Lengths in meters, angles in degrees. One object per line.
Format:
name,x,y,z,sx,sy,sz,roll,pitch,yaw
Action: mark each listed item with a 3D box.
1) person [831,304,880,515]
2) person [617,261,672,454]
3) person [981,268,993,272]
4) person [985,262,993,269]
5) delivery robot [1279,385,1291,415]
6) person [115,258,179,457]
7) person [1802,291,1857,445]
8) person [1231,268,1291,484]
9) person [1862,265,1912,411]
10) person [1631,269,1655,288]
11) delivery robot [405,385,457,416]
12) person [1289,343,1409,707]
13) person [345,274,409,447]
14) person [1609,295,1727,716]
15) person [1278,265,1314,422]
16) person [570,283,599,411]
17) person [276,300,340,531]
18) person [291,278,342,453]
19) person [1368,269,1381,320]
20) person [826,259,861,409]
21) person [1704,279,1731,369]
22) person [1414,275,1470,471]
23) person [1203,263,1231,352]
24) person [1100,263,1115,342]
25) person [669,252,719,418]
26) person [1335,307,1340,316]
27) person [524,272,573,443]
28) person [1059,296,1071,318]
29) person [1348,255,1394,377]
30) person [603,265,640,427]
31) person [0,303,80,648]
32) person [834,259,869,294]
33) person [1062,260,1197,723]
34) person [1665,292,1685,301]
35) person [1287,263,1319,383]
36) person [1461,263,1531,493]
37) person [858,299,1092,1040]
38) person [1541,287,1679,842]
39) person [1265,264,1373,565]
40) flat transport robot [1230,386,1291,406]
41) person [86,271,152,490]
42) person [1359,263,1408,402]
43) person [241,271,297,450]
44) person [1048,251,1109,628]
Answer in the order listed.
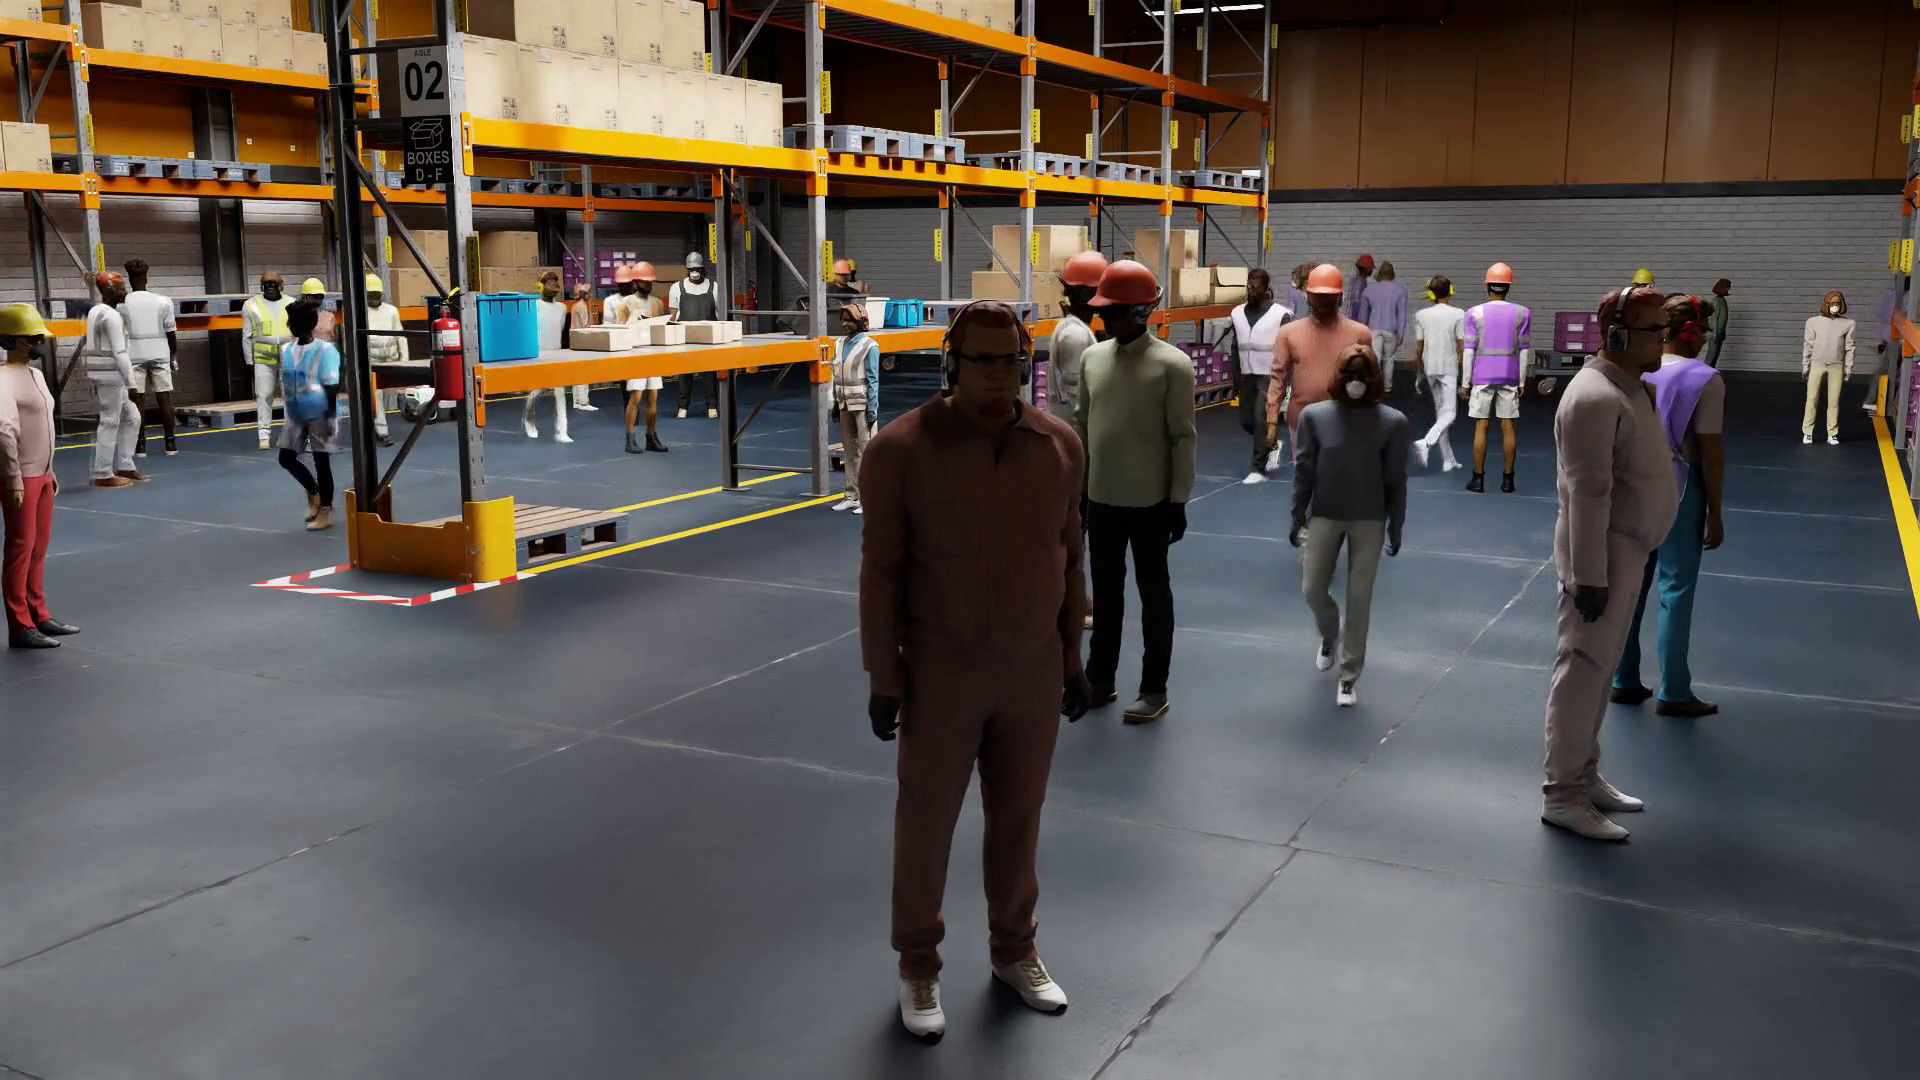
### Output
person,-0.803,-1.016,12.943,0.313,1.633,0.511,-8,13,-40
person,-3.194,-1.846,16.861,0.369,1.939,0.547,9,13,42
person,0.334,-2.351,20.055,0.349,1.845,0.503,0,10,-3
person,0.536,-3.391,25.989,0.665,1.881,0.804,0,10,0
delivery robot,3.761,-1.685,19.656,0.477,0.478,0.707,3,10,17
person,-8.104,-1.807,16.552,0.606,1.967,0.367,-7,12,-34
person,9.175,-1.814,17.585,0.492,1.625,0.282,4,11,23
person,2.701,-1.456,14.738,0.605,1.901,0.649,9,13,43
person,12.050,-2.567,21.208,0.945,1.880,0.600,2,10,11
person,8.339,-2.404,20.407,0.591,1.829,0.404,8,12,38
delivery robot,-6.241,-1.724,19.882,0.477,0.478,0.707,10,14,44
person,1.765,-0.085,7.551,0.522,1.617,0.503,3,10,19
person,-6.119,-1.892,17.525,0.596,1.794,0.811,-9,13,-43
person,3.093,-0.149,7.322,0.388,1.837,0.564,-5,11,-28
person,4.048,-2.278,19.544,0.981,1.873,0.674,5,11,25
person,-4.852,-2.479,21.396,0.311,1.636,0.522,-5,11,-26
person,-4.740,-0.901,12.122,0.537,1.689,0.360,3,10,18
person,-6.550,-1.774,16.941,0.327,1.769,0.525,6,11,30
person,6.744,-3.482,26.828,0.406,1.786,0.749,2,10,14
person,-1.539,-2.597,21.215,0.604,1.951,1.040,-3,10,-15
person,11.439,-3.118,25.120,0.288,1.627,0.502,8,13,38
person,4.400,-1.521,15.296,0.549,1.830,0.756,9,14,44
person,3.957,-3.368,25.939,0.344,1.865,0.669,-10,14,-44
person,2.067,-3.095,24.286,1.025,1.882,0.550,-9,13,-43
person,-3.206,-2.498,20.335,0.687,2.000,0.535,-2,10,-10
person,5.274,-2.983,24.162,0.547,1.690,0.728,-1,10,-5
person,-4.484,-1.980,17.958,0.525,1.838,0.933,-7,12,-36
person,0.863,-1.034,12.696,0.343,1.757,0.535,-2,10,-10
person,6.380,-3.518,26.429,1.031,1.987,0.673,2,10,12
person,-3.933,-2.309,19.716,0.551,1.885,1.009,-1,10,-6
person,-4.790,-0.332,8.592,0.324,1.767,0.533,-2,10,-10
person,-1.726,-3.495,26.437,0.593,1.925,0.384,-1,10,-8
person,0.727,-0.206,7.214,0.612,1.990,0.392,9,13,42
person,5.917,-1.221,13.941,0.536,1.695,0.322,-6,11,-30
person,4.675,-2.737,22.213,0.655,1.908,0.651,2,10,14
person,4.513,-1.363,14.060,0.545,1.939,0.374,1,10,8
person,0.061,0.333,4.341,0.651,1.904,0.403,-4,11,-24
person,2.290,0.074,5.835,0.401,1.906,0.651,6,11,30
person,2.249,-0.744,10.454,0.654,1.937,1.032,3,10,17
flat transport robot,4.118,-1.912,22.064,0.652,0.197,1.431,5,11,26
person,-7.215,-1.365,14.290,0.647,1.858,0.605,-8,12,-38
person,5.801,-2.844,22.840,0.649,1.874,1.053,3,10,19
person,-7.057,-1.852,17.178,0.631,1.840,0.428,-5,11,-28
person,0.644,-0.525,9.008,0.548,2.037,0.635,0,10,2
